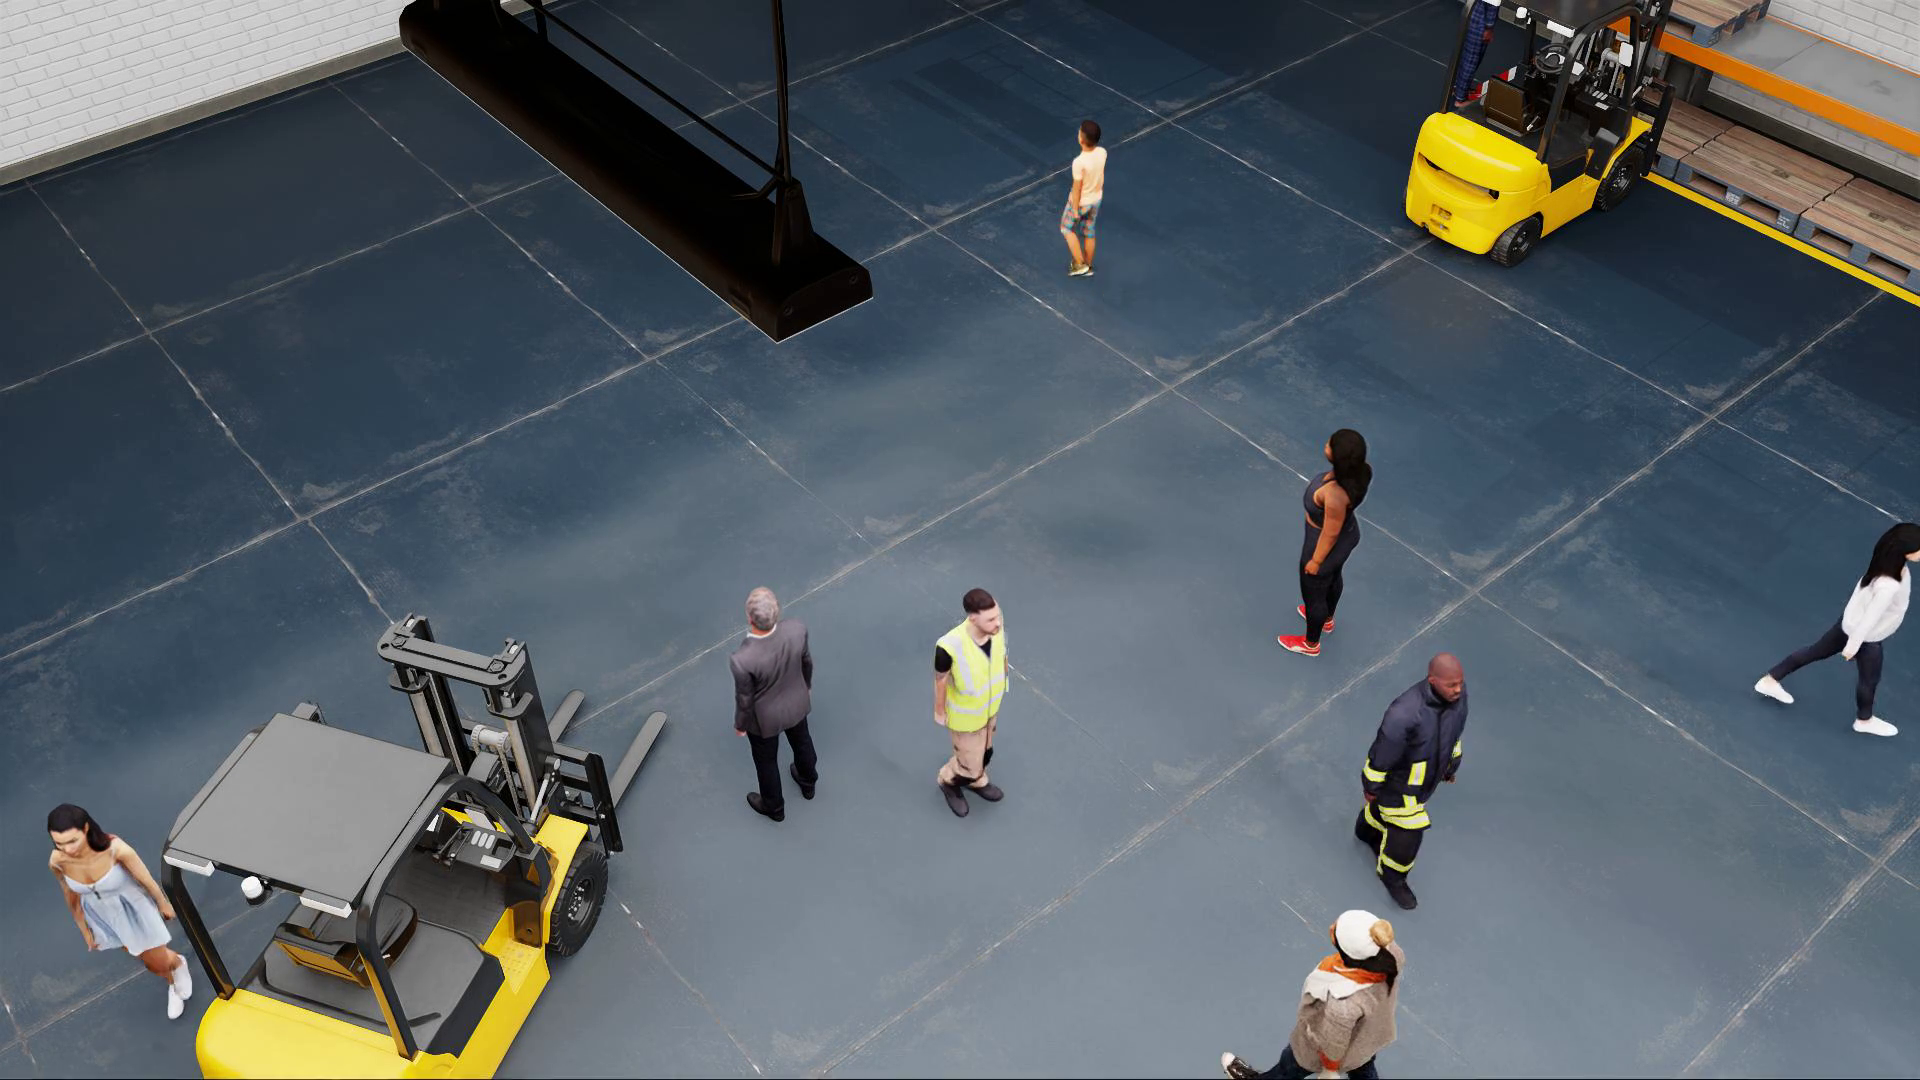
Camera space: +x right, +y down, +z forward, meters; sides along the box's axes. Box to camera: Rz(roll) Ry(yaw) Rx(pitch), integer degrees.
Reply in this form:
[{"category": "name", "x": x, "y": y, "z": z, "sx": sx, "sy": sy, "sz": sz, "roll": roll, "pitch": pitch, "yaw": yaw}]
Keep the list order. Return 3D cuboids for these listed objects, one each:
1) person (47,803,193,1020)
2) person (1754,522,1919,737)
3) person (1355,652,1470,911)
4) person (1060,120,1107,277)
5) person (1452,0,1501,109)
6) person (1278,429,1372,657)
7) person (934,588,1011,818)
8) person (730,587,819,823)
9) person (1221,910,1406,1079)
[{"category": "person", "x": -4.414, "y": 1.898, "z": 8.812, "sx": 0.725, "sy": 1.724, "sz": 0.768, "roll": -7, "pitch": 44, "yaw": -8}, {"category": "person", "x": 5.491, "y": 0.519, "z": 10.309, "sx": 1.184, "sy": 1.656, "sz": 0.958, "roll": 17, "pitch": 46, "yaw": 17}, {"category": "person", "x": 2.494, "y": 1.226, "z": 9.460, "sx": 0.803, "sy": 1.803, "sz": 0.907, "roll": -25, "pitch": 49, "yaw": -24}, {"category": "person", "x": 1.096, "y": -2.828, "z": 13.971, "sx": 0.544, "sy": 1.451, "sz": 0.593, "roll": -27, "pitch": 50, "yaw": -25}, {"category": "person", "x": 5.037, "y": -5.077, "z": 16.066, "sx": 0.820, "sy": 1.817, "sz": 0.743, "roll": 0, "pitch": 44, "yaw": 0}, {"category": "person", "x": 2.384, "y": 0.008, "z": 10.730, "sx": 0.720, "sy": 1.816, "sz": 0.754, "roll": 24, "pitch": 48, "yaw": 23}, {"category": "person", "x": 0.022, "y": 0.907, "z": 9.775, "sx": 0.736, "sy": 1.832, "sz": 0.740, "roll": 32, "pitch": 52, "yaw": 29}, {"category": "person", "x": -1.086, "y": 0.952, "z": 9.720, "sx": 0.710, "sy": 1.842, "sz": 0.580, "roll": -31, "pitch": 52, "yaw": -28}, {"category": "person", "x": 1.975, "y": 2.432, "z": 8.154, "sx": 1.094, "sy": 1.859, "sz": 0.762, "roll": 33, "pitch": 53, "yaw": 30}]
